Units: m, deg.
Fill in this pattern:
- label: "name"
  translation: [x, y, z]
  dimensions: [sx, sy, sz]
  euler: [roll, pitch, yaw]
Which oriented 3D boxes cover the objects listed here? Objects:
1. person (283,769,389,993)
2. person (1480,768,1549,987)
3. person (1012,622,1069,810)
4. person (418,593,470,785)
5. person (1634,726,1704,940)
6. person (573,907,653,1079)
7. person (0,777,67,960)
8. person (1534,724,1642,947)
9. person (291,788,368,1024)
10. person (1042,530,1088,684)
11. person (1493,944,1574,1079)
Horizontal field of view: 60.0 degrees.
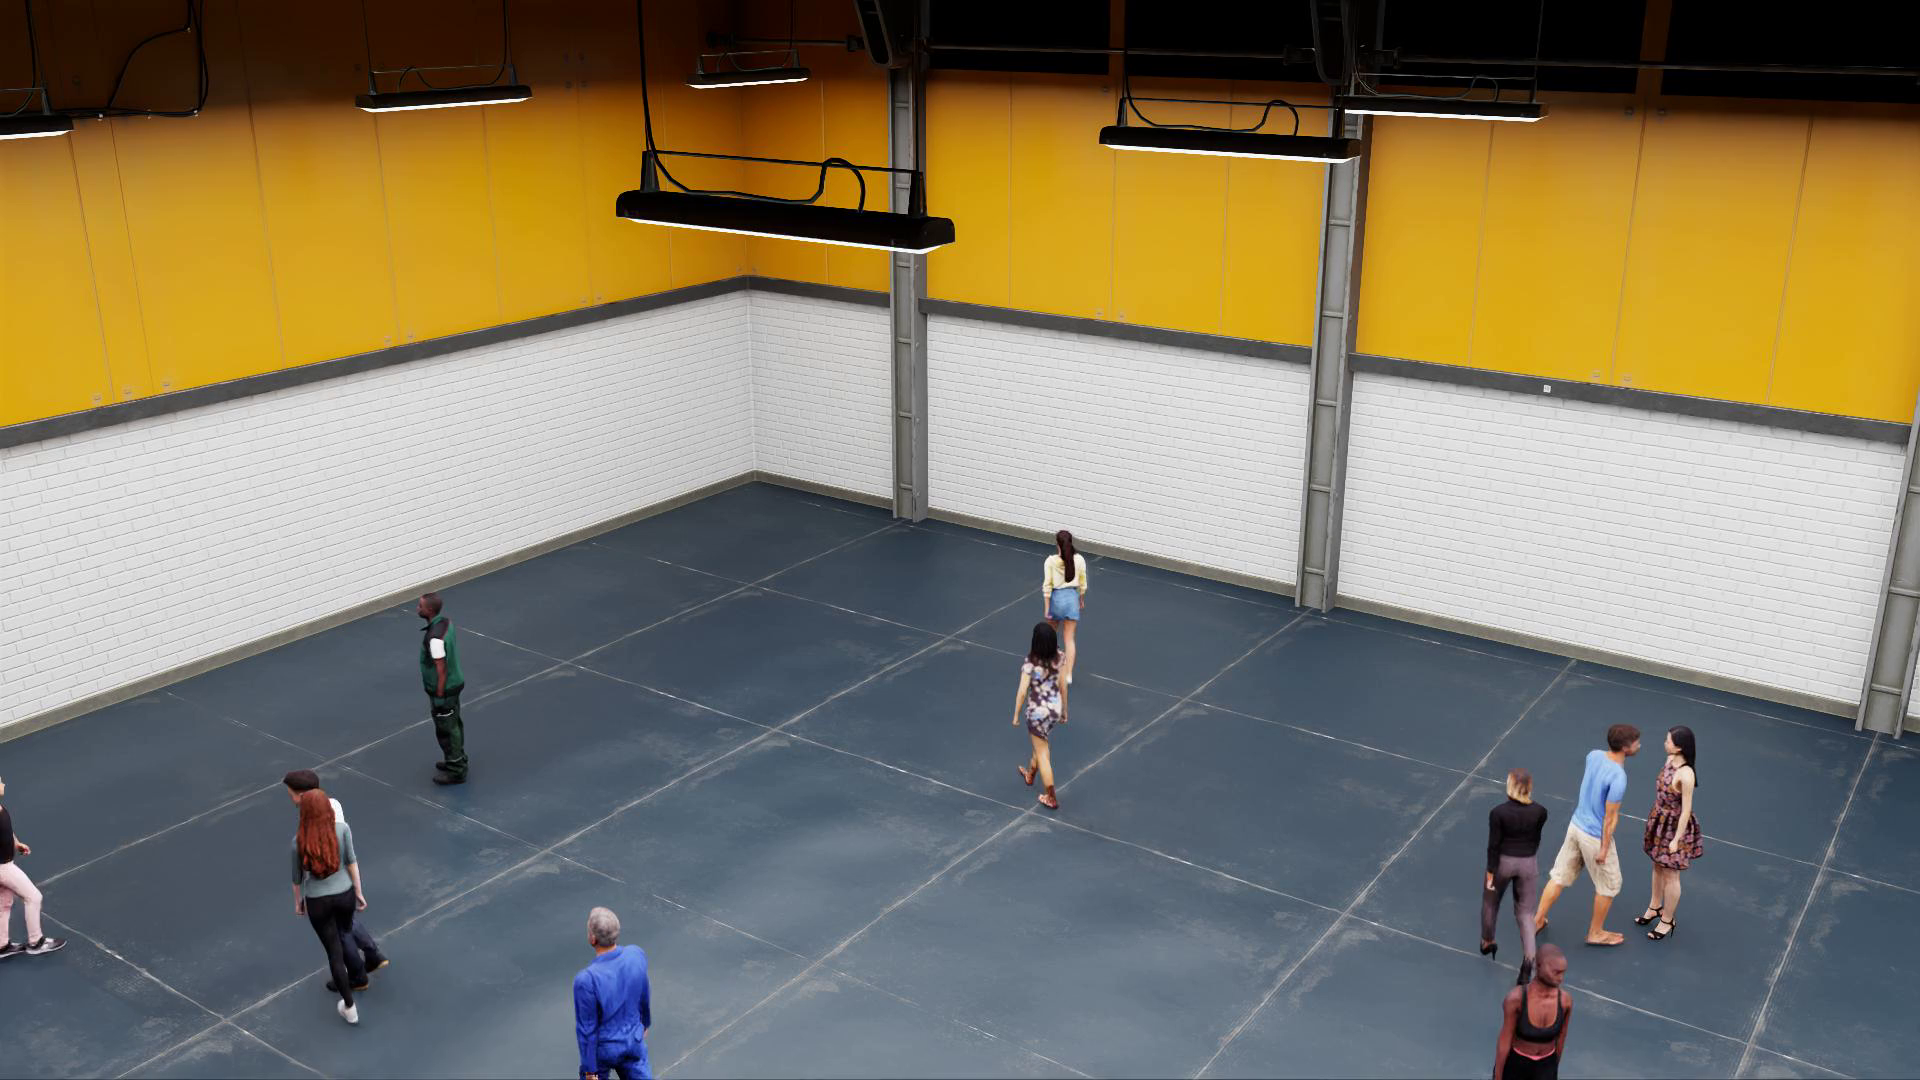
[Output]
- label: "person"
  translation: [-4.405, 2.469, 11.893]
  dimensions: [0.874, 1.846, 0.825]
  euler: [3, 19, 8]
- label: "person"
  translation: [4.082, 2.490, 12.154]
  dimensions: [0.997, 1.641, 0.981]
  euler: [0, 19, -1]
- label: "person"
  translation: [0.782, 1.584, 14.735]
  dimensions: [0.838, 1.711, 1.032]
  euler: [-12, 22, -31]
- label: "person"
  translation: [-4.732, 1.347, 15.239]
  dimensions: [0.826, 1.838, 0.772]
  euler: [-3, 19, -8]
- label: "person"
  translation: [5.433, 2.226, 12.726]
  dimensions: [0.841, 1.775, 0.799]
  euler: [1, 19, 2]
- label: "person"
  translation: [-2.028, 3.109, 10.089]
  dimensions: [1.216, 1.786, 0.858]
  euler: [17, 25, 41]
- label: "person"
  translation: [-7.239, 2.441, 12.442]
  dimensions: [0.721, 1.549, 0.731]
  euler: [-12, 22, -32]
- label: "person"
  translation: [4.735, 2.237, 12.615]
  dimensions: [1.066, 1.825, 1.015]
  euler: [-5, 19, -14]
- label: "person"
  translation: [-4.427, 2.602, 11.722]
  dimensions: [0.874, 1.704, 1.131]
  euler: [-11, 22, -31]
- label: "person"
  translation: [1.112, 0.732, 17.480]
  dimensions: [1.126, 1.574, 1.185]
  euler: [-3, 19, -9]
- label: "person"
  translation: [3.386, 3.161, 10.025]
  dimensions: [1.107, 1.729, 1.053]
  euler: [1, 19, 3]
